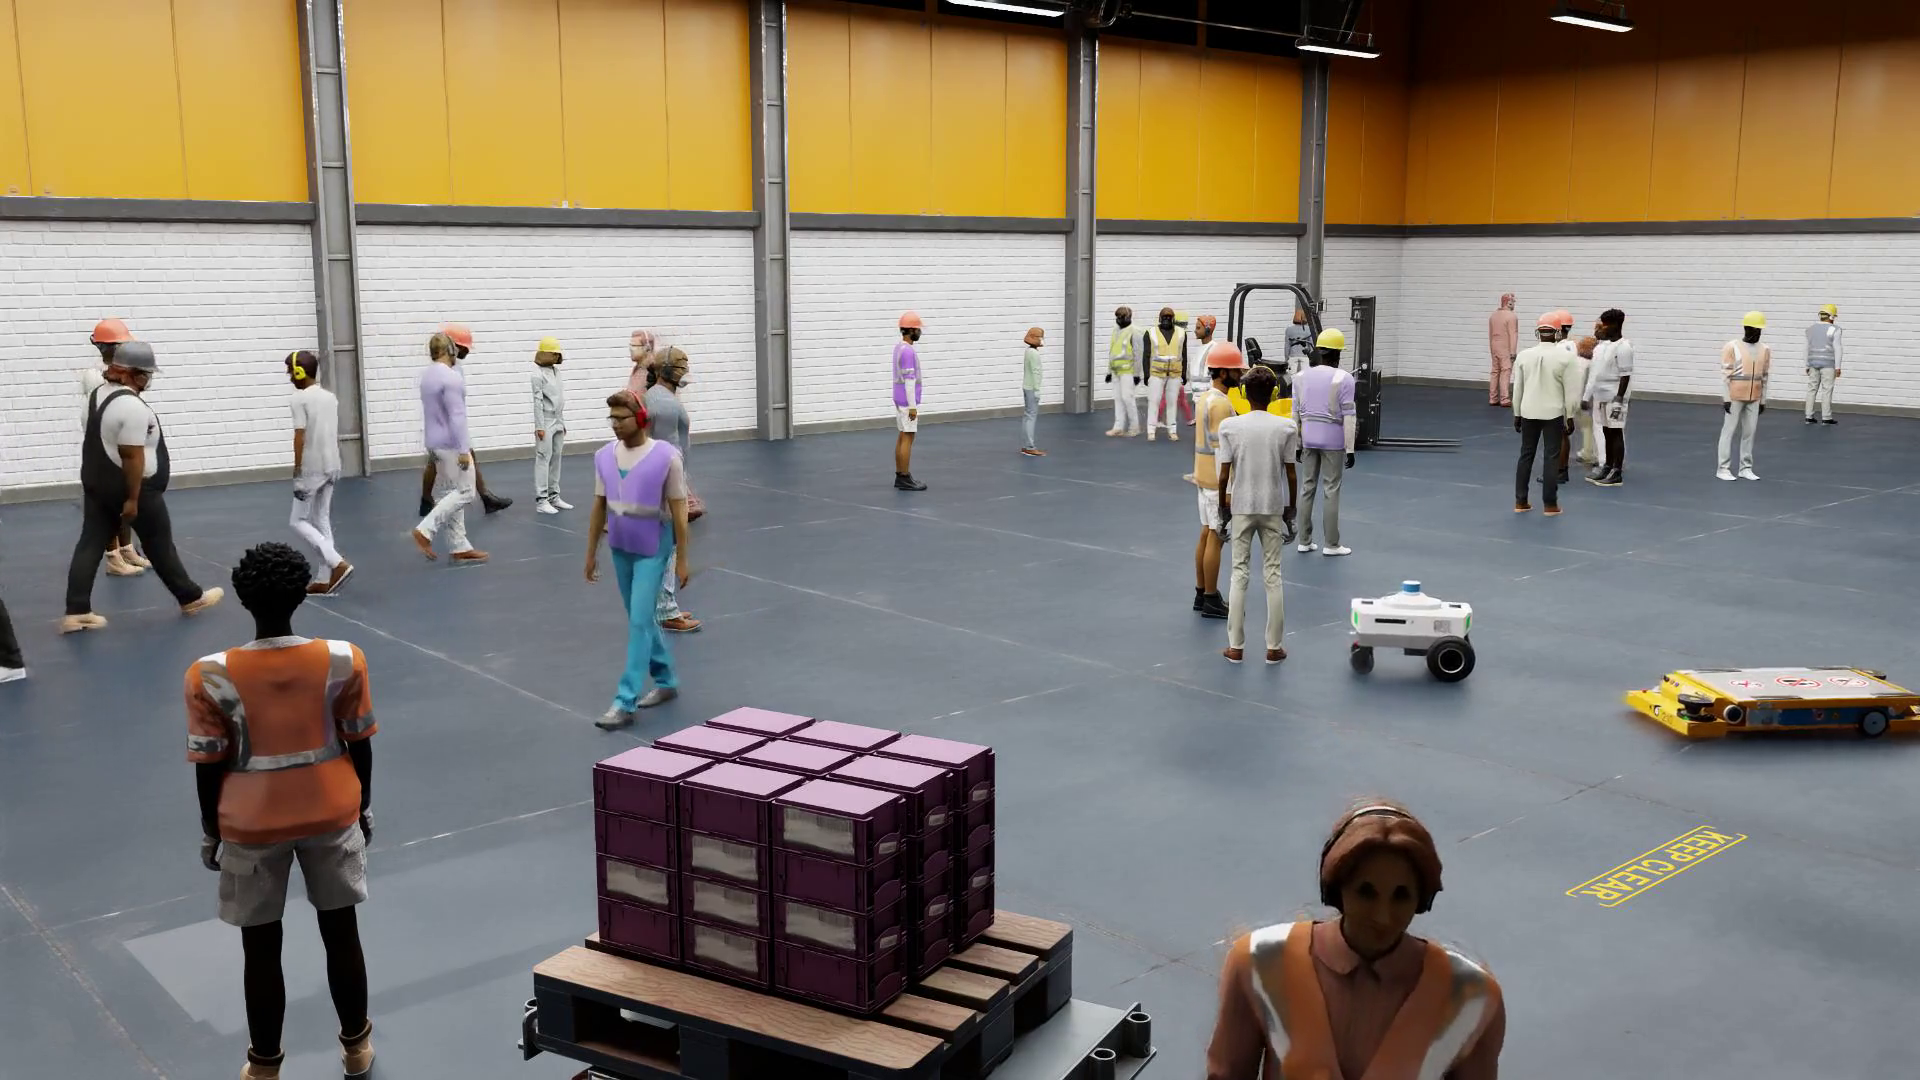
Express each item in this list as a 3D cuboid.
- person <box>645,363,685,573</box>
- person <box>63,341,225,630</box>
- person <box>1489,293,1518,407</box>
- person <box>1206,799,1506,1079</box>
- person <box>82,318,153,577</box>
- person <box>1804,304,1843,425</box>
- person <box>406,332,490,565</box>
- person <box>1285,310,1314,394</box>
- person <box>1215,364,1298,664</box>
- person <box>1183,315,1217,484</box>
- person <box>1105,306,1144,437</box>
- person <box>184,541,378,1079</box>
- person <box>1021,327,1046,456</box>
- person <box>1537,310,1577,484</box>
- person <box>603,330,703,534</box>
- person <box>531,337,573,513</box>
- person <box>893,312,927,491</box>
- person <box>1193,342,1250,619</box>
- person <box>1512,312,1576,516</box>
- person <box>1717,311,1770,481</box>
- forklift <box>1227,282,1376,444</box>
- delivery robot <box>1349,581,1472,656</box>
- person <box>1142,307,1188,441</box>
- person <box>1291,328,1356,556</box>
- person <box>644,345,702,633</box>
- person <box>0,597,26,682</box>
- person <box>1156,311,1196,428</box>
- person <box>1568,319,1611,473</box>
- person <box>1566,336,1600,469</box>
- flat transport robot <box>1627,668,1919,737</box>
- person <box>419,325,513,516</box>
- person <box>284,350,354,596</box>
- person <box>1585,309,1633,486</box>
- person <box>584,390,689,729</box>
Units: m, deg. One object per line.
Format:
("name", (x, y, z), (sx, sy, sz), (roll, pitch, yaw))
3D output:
("person", (-2.376, -0.577, 13.319), (0.321, 1.697, 0.529), (-5, 11, -27))
("person", (-5.685, -0.418, 11.385), (0.684, 2.000, 1.082), (6, 11, 30))
("person", (9.178, -3.189, 28.001), (0.400, 1.910, 0.643), (-3, 10, -16))
("person", (0.692, 1.232, 3.001), (0.517, 1.602, 0.812), (3, 10, 17))
("person", (-6.674, -0.734, 13.232), (0.374, 2.044, 0.607), (-1, 10, -3))
("person", (12.981, -2.633, 24.987), (0.403, 1.825, 0.586), (-6, 11, -29))
("person", (-4.253, -0.738, 13.619), (0.590, 1.916, 0.673), (-7, 12, -36))
("person", (5.717, -3.057, 28.020), (0.497, 1.636, 0.284), (3, 10, 17))
("person", (1.849, -0.157, 10.356), (0.513, 1.872, 0.328), (1, 10, 8))
("person", (2.727, -1.561, 18.542), (0.356, 1.882, 0.574), (-2, 10, -9))
("person", (2.310, -2.368, 23.408), (0.428, 1.843, 0.643), (-5, 11, -28))
("person", (-2.012, 0.847, 4.990), (0.535, 1.697, 0.318), (-6, 11, -31))
("person", (0.937, -1.896, 21.231), (0.286, 1.631, 0.502), (-2, 10, -9))
("person", (6.675, -1.598, 18.596), (0.368, 1.935, 0.552), (6, 11, 32))
("person", (-2.834, -1.013, 15.393), (0.981, 1.869, 0.632), (-4, 11, -23))
("person", (-4.047, -1.142, 16.501), (0.308, 1.741, 0.494), (3, 10, 15))
("person", (-0.539, -1.506, 18.062), (0.367, 1.933, 0.553), (-2, 10, -12))
("person", (1.832, -0.417, 11.685), (0.357, 1.937, 0.551), (-1, 10, -3))
("person", (5.744, -1.235, 16.346), (0.620, 1.987, 0.407), (9, 13, 41))
("person", (8.870, -1.622, 18.792), (0.590, 1.921, 0.389), (-2, 10, -9))
("forklift", (4.328, -2.346, 22.227), (2.313, 2.155, 1.214), (3, 10, 16))
("delivery robot", (2.737, 0.493, 10.123), (0.707, 0.478, 0.477), (2, 10, 12))
("person", (2.818, -2.270, 22.816), (0.630, 1.840, 0.429), (-1, 10, -6))
("person", (3.098, -0.828, 14.118), (0.594, 1.924, 0.382), (9, 13, 43))
("person", (-1.978, -0.344, 11.256), (0.351, 1.936, 0.635), (-3, 10, -18))
("person", (-5.980, -0.036, 9.612), (0.964, 1.872, 0.612), (-9, 13, -44))
("person", (3.222, -2.507, 24.543), (0.933, 1.714, 0.541), (-3, 10, -20))
("person", (7.417, -1.697, 19.514), (0.610, 1.836, 0.762), (-8, 13, -41))
("person", (7.377, -1.602, 19.620), (0.792, 1.586, 0.477), (-1, 10, -5))
("flat transport robot", (4.468, 0.869, 9.027), (1.431, 0.197, 0.652), (-1, 10, -5))
("person", (-4.849, -1.132, 16.074), (0.995, 1.868, 0.601), (1, 10, 8))
("person", (-4.780, -0.485, 12.357), (0.505, 1.838, 0.572), (3, 10, 16))
("person", (7.205, -1.572, 18.387), (0.379, 1.958, 0.600), (1, 10, 5))
("person", (-1.805, 0.087, 9.106), (0.589, 1.805, 0.803), (6, 11, 31))
